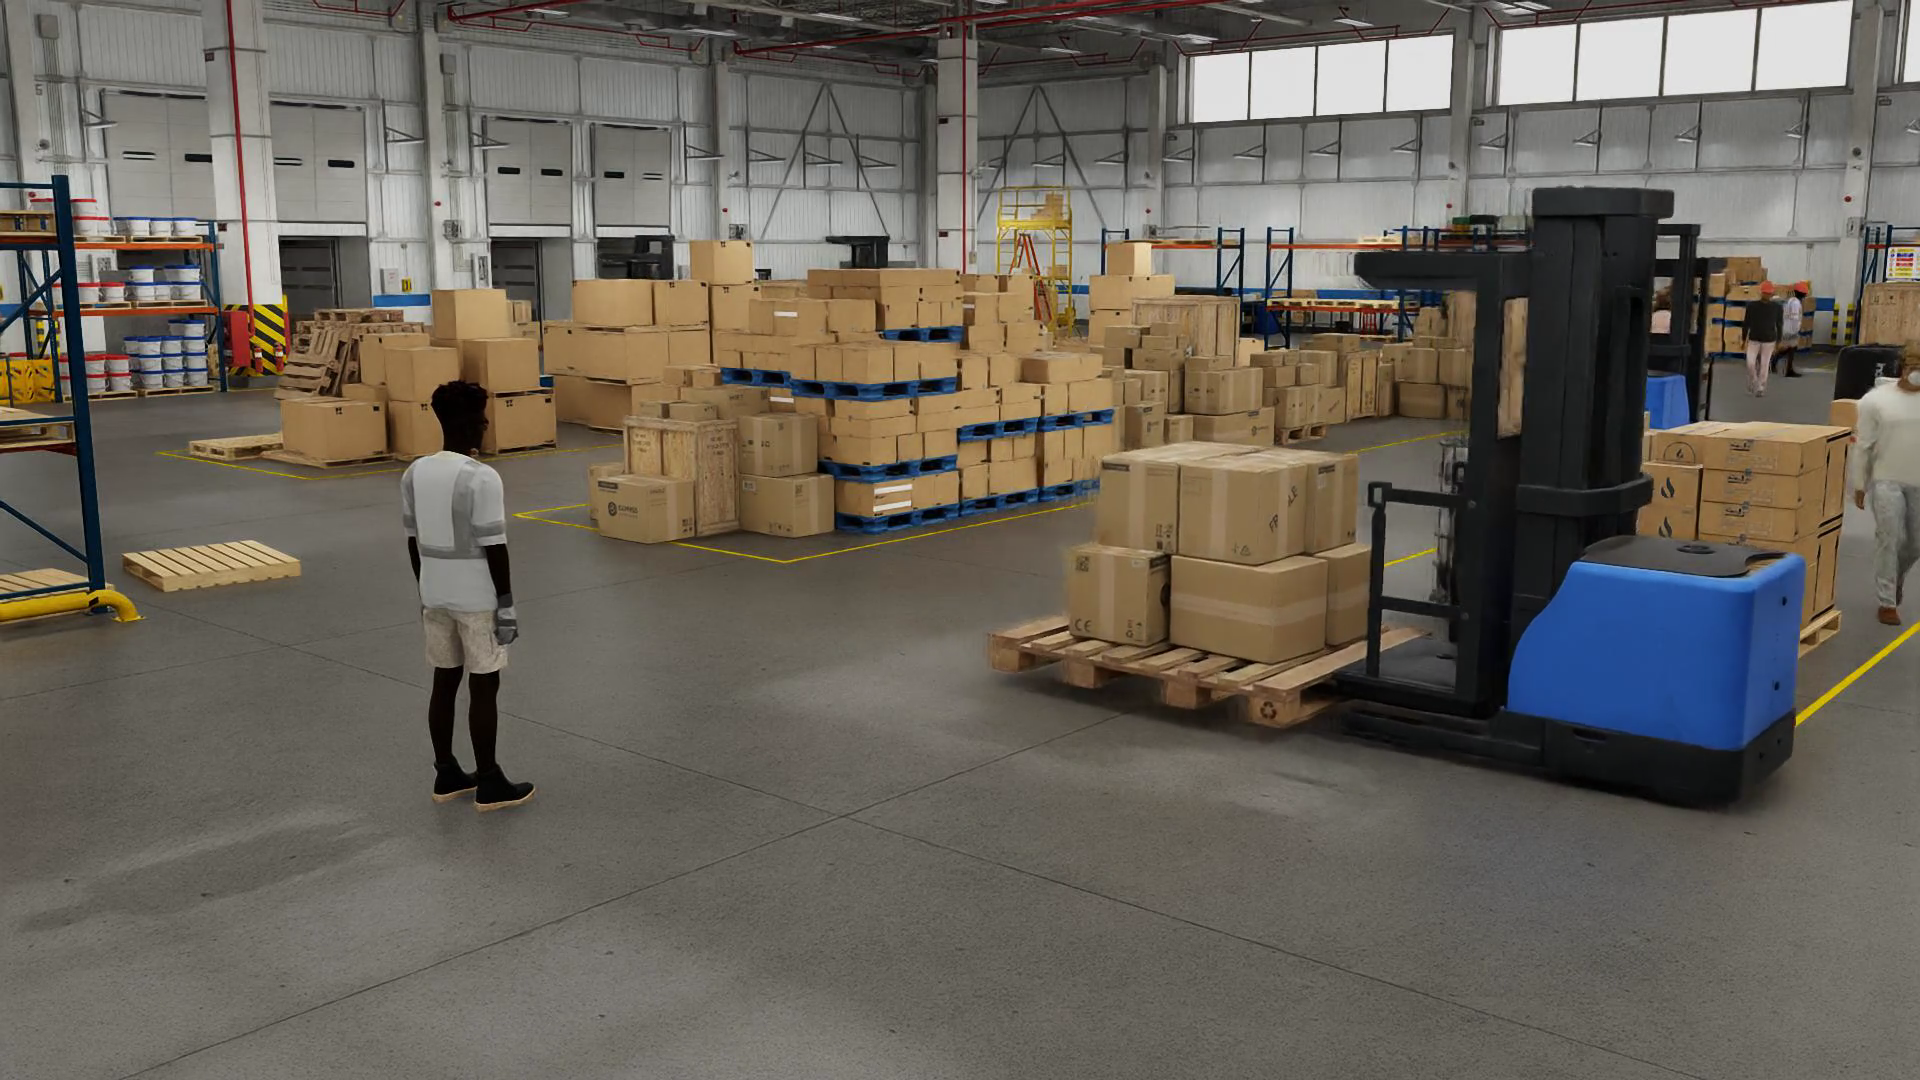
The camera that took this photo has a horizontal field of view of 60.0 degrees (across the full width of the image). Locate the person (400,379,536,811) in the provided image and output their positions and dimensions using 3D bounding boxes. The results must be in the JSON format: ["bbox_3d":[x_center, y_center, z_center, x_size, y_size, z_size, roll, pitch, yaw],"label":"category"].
[{"bbox_3d":[-2.244,0.251,7.563,0.612,1.965,0.362,6,12,32],"label":"person"}]

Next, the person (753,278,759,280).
[{"bbox_3d":[-4.107,-4.298,33.540,0.358,1.939,0.636,-1,10,-6],"label":"person"}]

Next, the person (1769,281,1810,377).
[{"bbox_3d":[16.388,-4.155,32.853,0.597,1.903,0.552,4,11,20],"label":"person"}]

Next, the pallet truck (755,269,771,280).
[{"bbox_3d":[-4.996,-6.432,45.525,1.885,1.965,0.823,-6,12,-32],"label":"pallet truck"}]

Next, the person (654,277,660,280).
[{"bbox_3d":[-6.514,-4.725,36.010,0.640,1.928,0.369,-5,11,-24],"label":"person"}]

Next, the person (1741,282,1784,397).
[{"bbox_3d":[13.660,-3.403,28.331,0.653,1.973,0.629,5,11,27],"label":"person"}]

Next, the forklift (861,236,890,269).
[{"bbox_3d":[-1.968,-5.724,38.983,1.873,2.768,1.129,-5,11,-28],"label":"forklift"}]

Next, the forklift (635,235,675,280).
[{"bbox_3d":[-6.605,-5.251,36.289,1.129,2.768,1.873,8,12,37],"label":"forklift"}]

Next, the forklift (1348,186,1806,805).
[{"bbox_3d":[3.077,-0.312,8.169,1.873,2.768,1.129,8,13,40],"label":"forklift"}]

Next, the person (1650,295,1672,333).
[{"bbox_3d":[10.898,-2.874,25.752,0.656,1.822,0.561,7,12,34],"label":"person"}]

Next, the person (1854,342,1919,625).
[{"bbox_3d":[6.437,-0.395,11.375,0.648,1.922,0.555,3,10,16],"label":"person"}]

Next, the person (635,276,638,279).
[{"bbox_3d":[-7.539,-5.303,39.289,0.354,1.930,0.590,8,13,38],"label":"person"}]

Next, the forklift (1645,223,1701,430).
[{"bbox_3d":[8.102,-2.323,19.617,1.129,2.768,1.873,8,13,40],"label":"forklift"}]
